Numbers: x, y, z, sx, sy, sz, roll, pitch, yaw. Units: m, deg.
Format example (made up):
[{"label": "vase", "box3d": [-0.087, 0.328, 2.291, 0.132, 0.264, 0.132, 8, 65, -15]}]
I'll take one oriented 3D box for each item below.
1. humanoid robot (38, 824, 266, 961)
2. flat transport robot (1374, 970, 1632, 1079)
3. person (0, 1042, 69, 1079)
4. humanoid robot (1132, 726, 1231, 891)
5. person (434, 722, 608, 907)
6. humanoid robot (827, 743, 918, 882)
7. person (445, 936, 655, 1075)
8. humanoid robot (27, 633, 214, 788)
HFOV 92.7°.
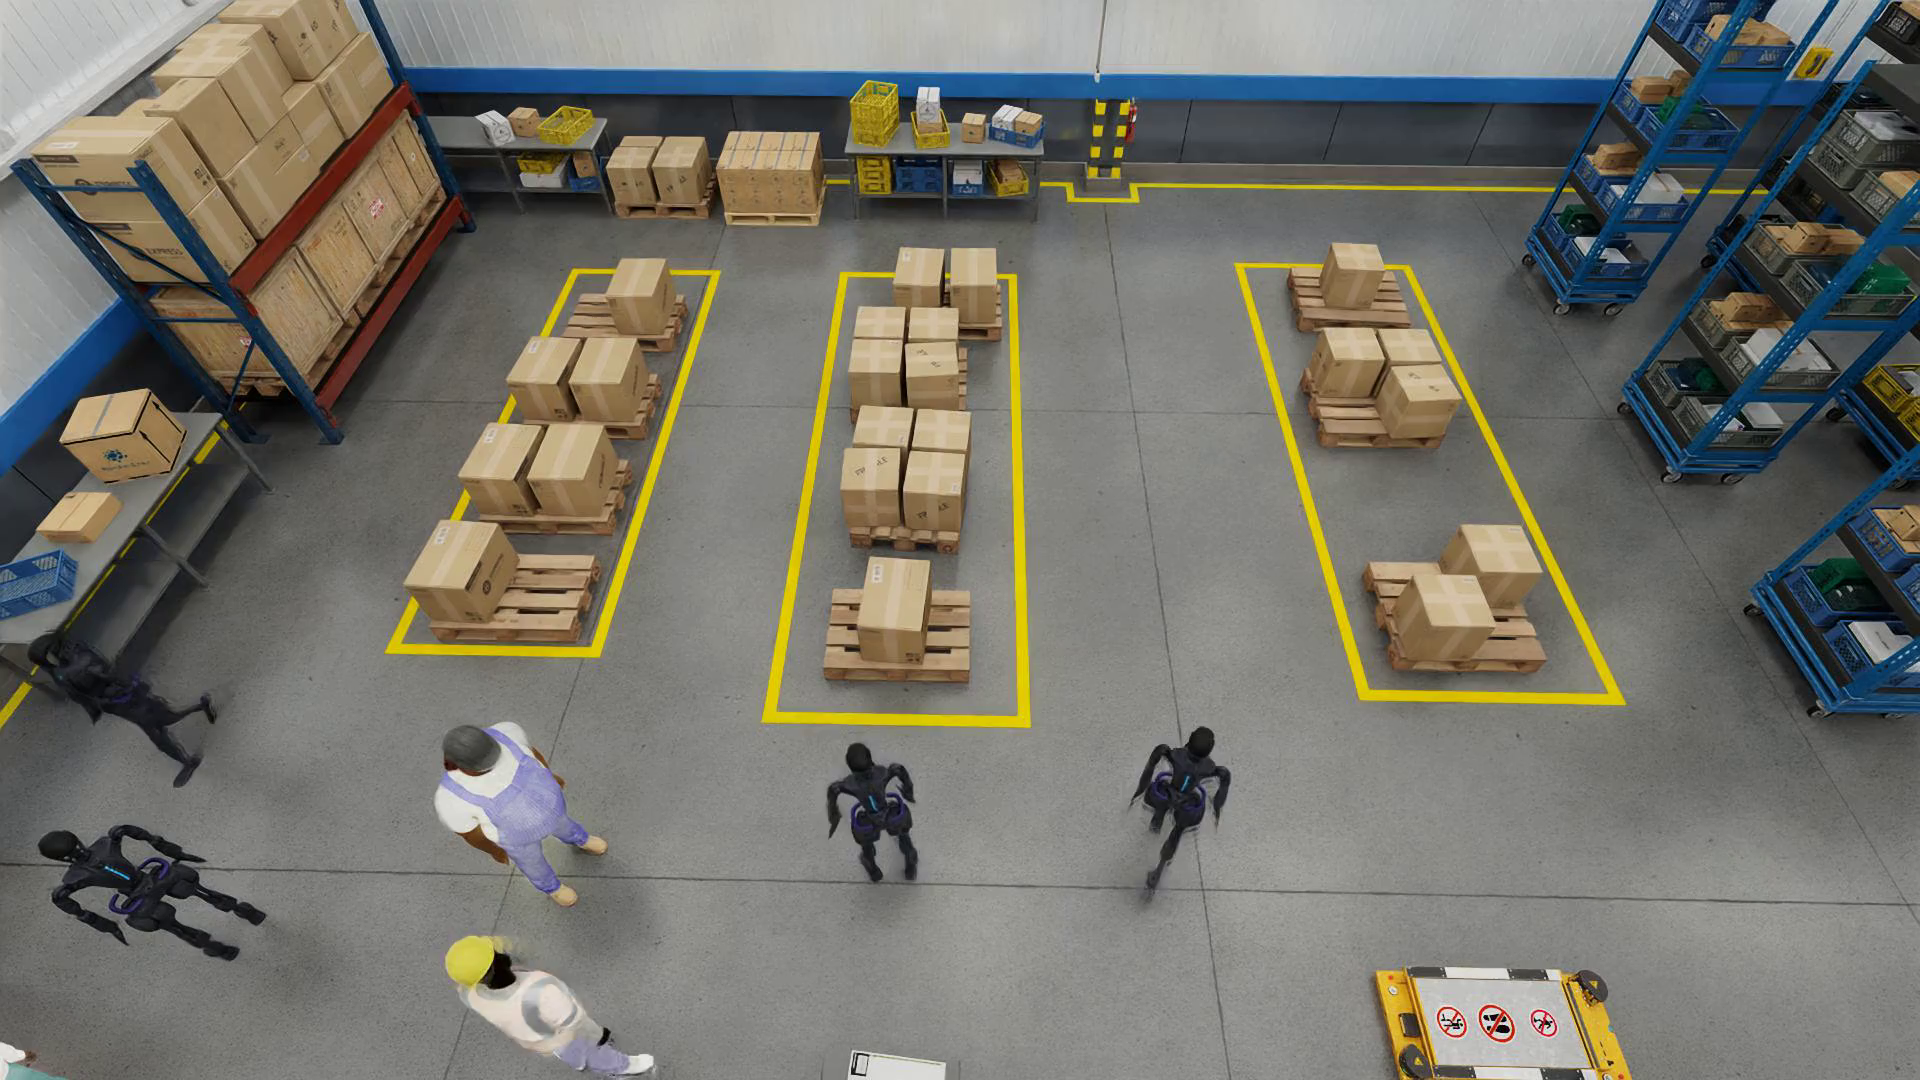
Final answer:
[{"label": "humanoid robot", "box3d": [-5.095, 2.222, 5.763, 0.333, 1.651, 0.582, 13, 52, 10]}, {"label": "flat transport robot", "box3d": [3.501, 3.133, 5.914, 1.431, 0.197, 0.652, 1, 51, 1]}, {"label": "person", "box3d": [-5.376, 3.064, 5.021, 0.308, 1.767, 0.531, 10, 51, 8]}, {"label": "humanoid robot", "box3d": [1.465, 1.770, 6.154, 0.577, 1.630, 0.698, 21, 54, 16]}, {"label": "person", "box3d": [-2.797, 1.749, 5.918, 0.539, 2.000, 0.682, 16, 53, 12]}, {"label": "humanoid robot", "box3d": [-0.588, 1.847, 6.070, 0.628, 1.642, 0.449, -13, 52, -10]}, {"label": "person", "box3d": [-2.293, 2.727, 5.230, 0.725, 1.875, 0.381, 9, 51, 7]}, {"label": "humanoid robot", "box3d": [-6.056, 1.132, 6.661, 0.585, 1.644, 0.619, 11, 52, 9]}]
